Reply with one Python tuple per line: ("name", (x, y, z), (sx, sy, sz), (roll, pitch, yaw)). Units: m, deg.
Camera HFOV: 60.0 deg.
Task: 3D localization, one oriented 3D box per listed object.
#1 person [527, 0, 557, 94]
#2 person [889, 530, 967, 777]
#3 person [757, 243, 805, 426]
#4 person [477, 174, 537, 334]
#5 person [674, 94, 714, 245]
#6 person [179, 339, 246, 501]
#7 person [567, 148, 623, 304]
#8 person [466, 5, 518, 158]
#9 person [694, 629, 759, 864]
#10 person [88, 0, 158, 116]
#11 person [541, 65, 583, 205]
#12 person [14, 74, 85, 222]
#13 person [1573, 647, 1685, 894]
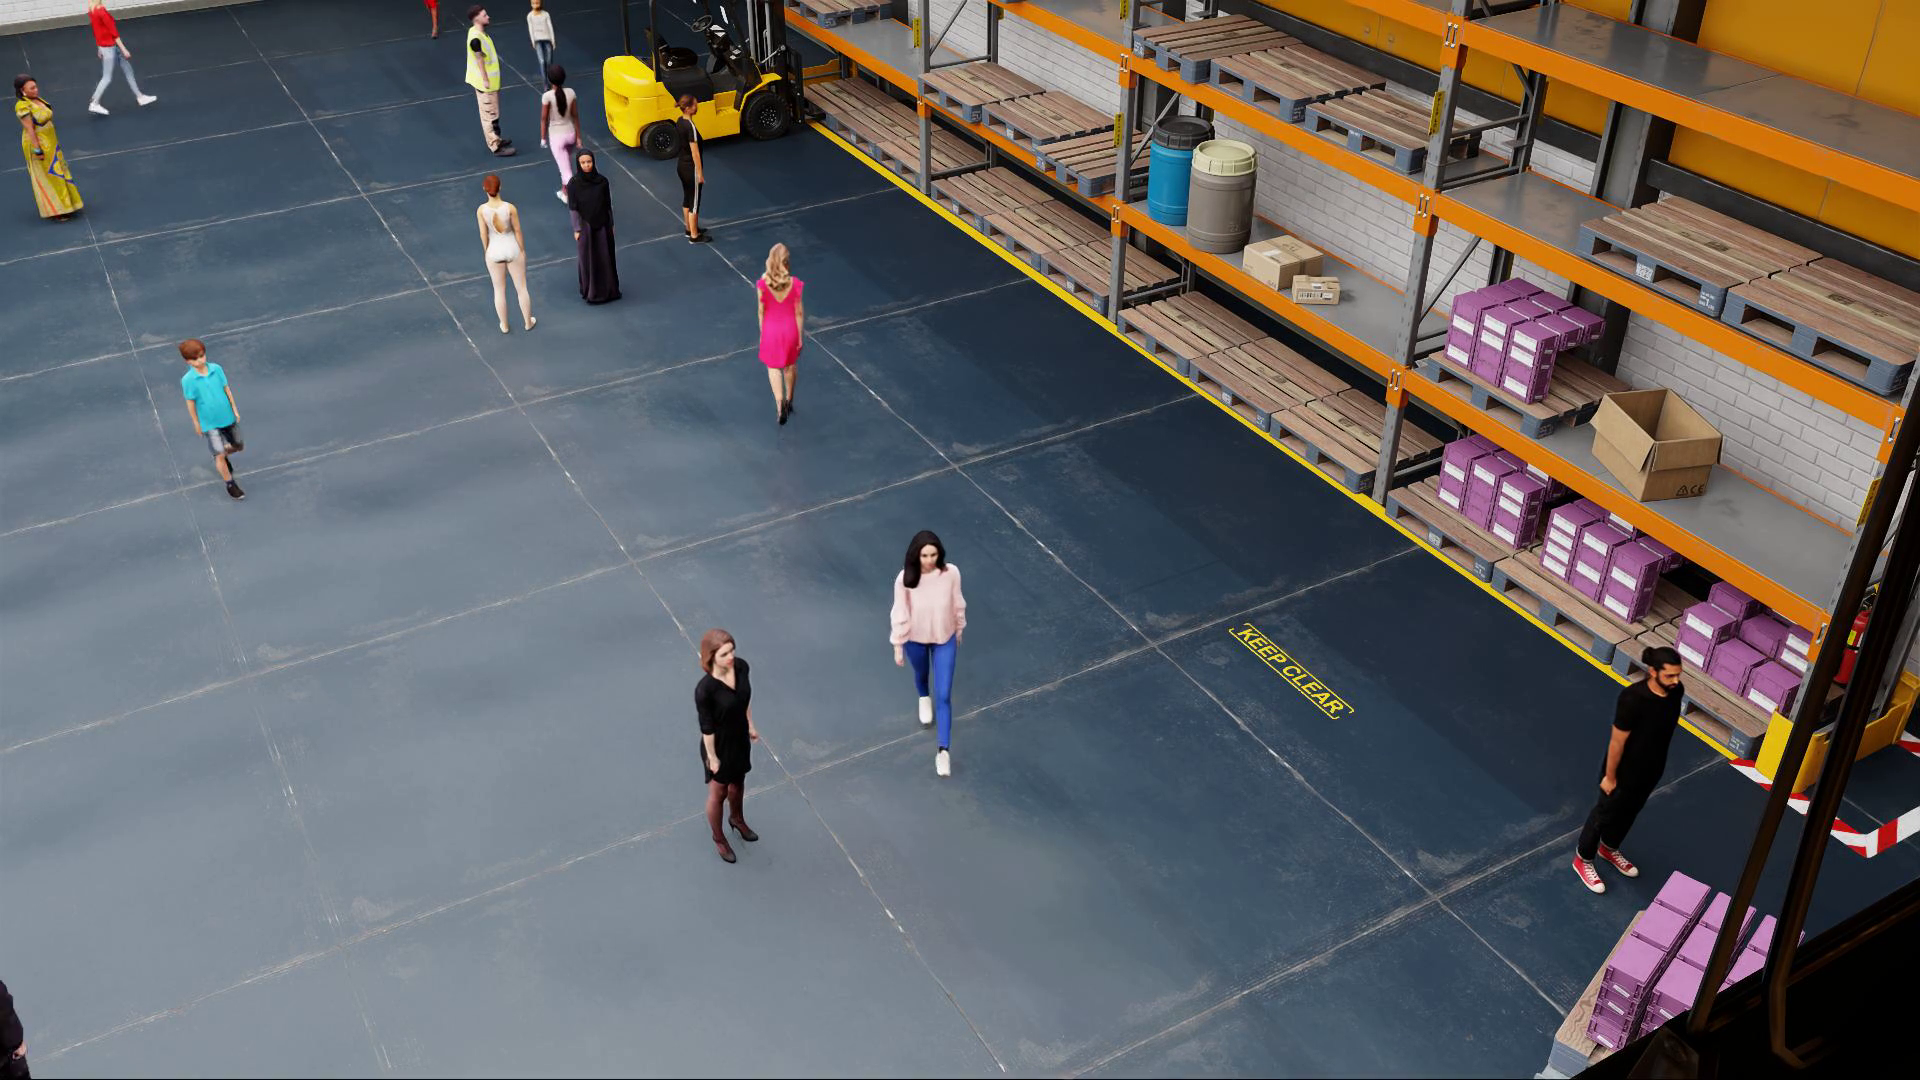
("person", (-5.701, -6.842, 22.814), (0.677, 1.290, 0.959), (-6, 34, -8))
("person", (-0.222, 0.641, 11.175), (1.015, 1.712, 1.263), (-2, 34, -3))
("person", (-1.599, -1.791, 14.837), (0.785, 1.709, 0.959), (-5, 34, -7))
("person", (-4.510, -2.834, 16.465), (0.601, 1.644, 0.580), (-7, 34, -10))
("person", (-2.986, -4.105, 18.354), (0.643, 1.669, 0.465), (-16, 37, -23))
("person", (-6.285, -1.053, 13.974), (0.849, 1.435, 0.687), (25, 41, 32))
("person", (-3.769, -3.239, 17.102), (0.617, 1.614, 0.610), (-14, 36, -19))
("person", (-5.862, -5.701, 20.596), (0.827, 1.846, 0.732), (-9, 35, -14))
("person", (-1.445, 1.251, 10.263), (0.644, 1.706, 0.656), (20, 39, 27))
("person", (-11.221, -6.393, 21.799), (0.847, 1.666, 1.130), (-27, 42, -34))
("person", (-4.484, -4.504, 18.927), (0.731, 1.700, 1.191), (-26, 41, -33))
("person", (-10.450, -4.486, 18.938), (1.026, 1.658, 0.877), (-5, 34, -7))
("person", (4.074, 1.354, 10.063), (0.624, 1.757, 0.524), (-17, 37, -24))
